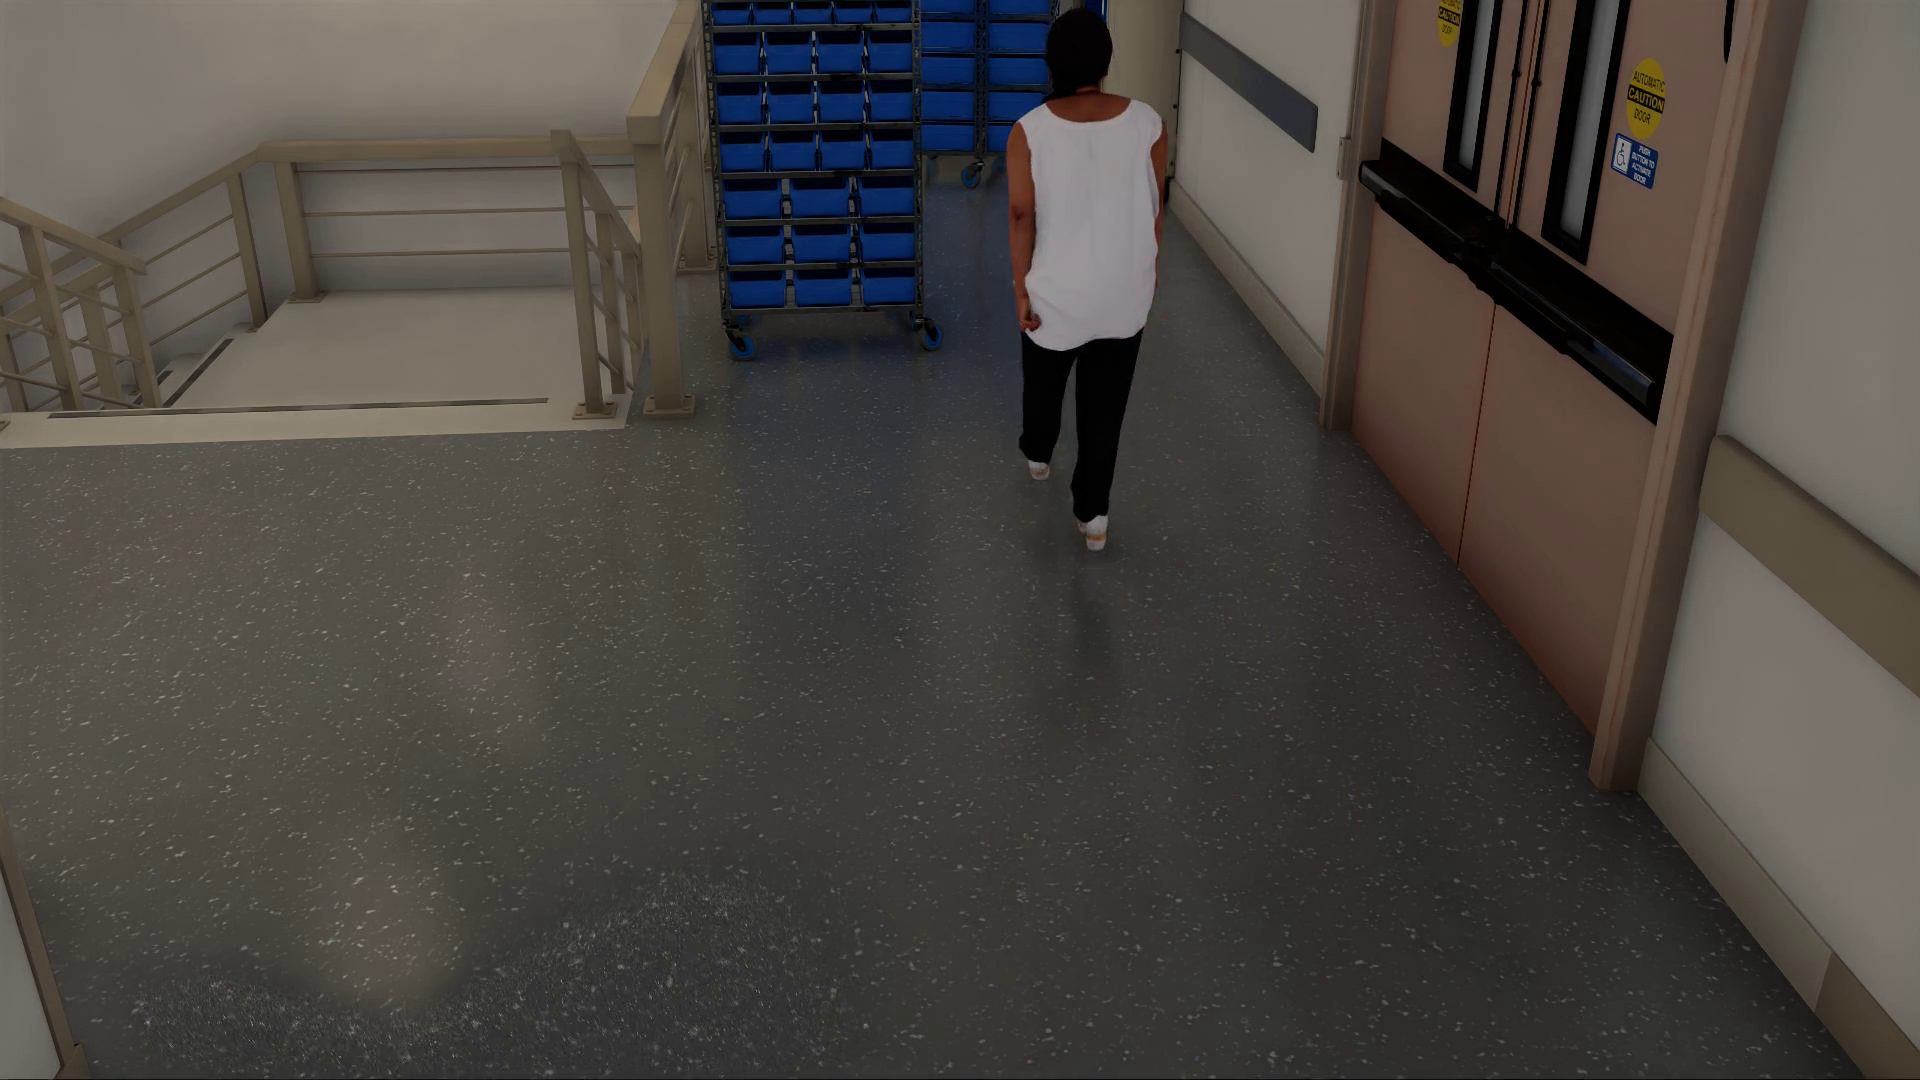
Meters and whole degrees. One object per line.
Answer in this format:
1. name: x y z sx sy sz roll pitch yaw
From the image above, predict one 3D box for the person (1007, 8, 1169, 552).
1. person: 0.392 -0.772 5.227 0.722 1.653 1.058 1 26 1
